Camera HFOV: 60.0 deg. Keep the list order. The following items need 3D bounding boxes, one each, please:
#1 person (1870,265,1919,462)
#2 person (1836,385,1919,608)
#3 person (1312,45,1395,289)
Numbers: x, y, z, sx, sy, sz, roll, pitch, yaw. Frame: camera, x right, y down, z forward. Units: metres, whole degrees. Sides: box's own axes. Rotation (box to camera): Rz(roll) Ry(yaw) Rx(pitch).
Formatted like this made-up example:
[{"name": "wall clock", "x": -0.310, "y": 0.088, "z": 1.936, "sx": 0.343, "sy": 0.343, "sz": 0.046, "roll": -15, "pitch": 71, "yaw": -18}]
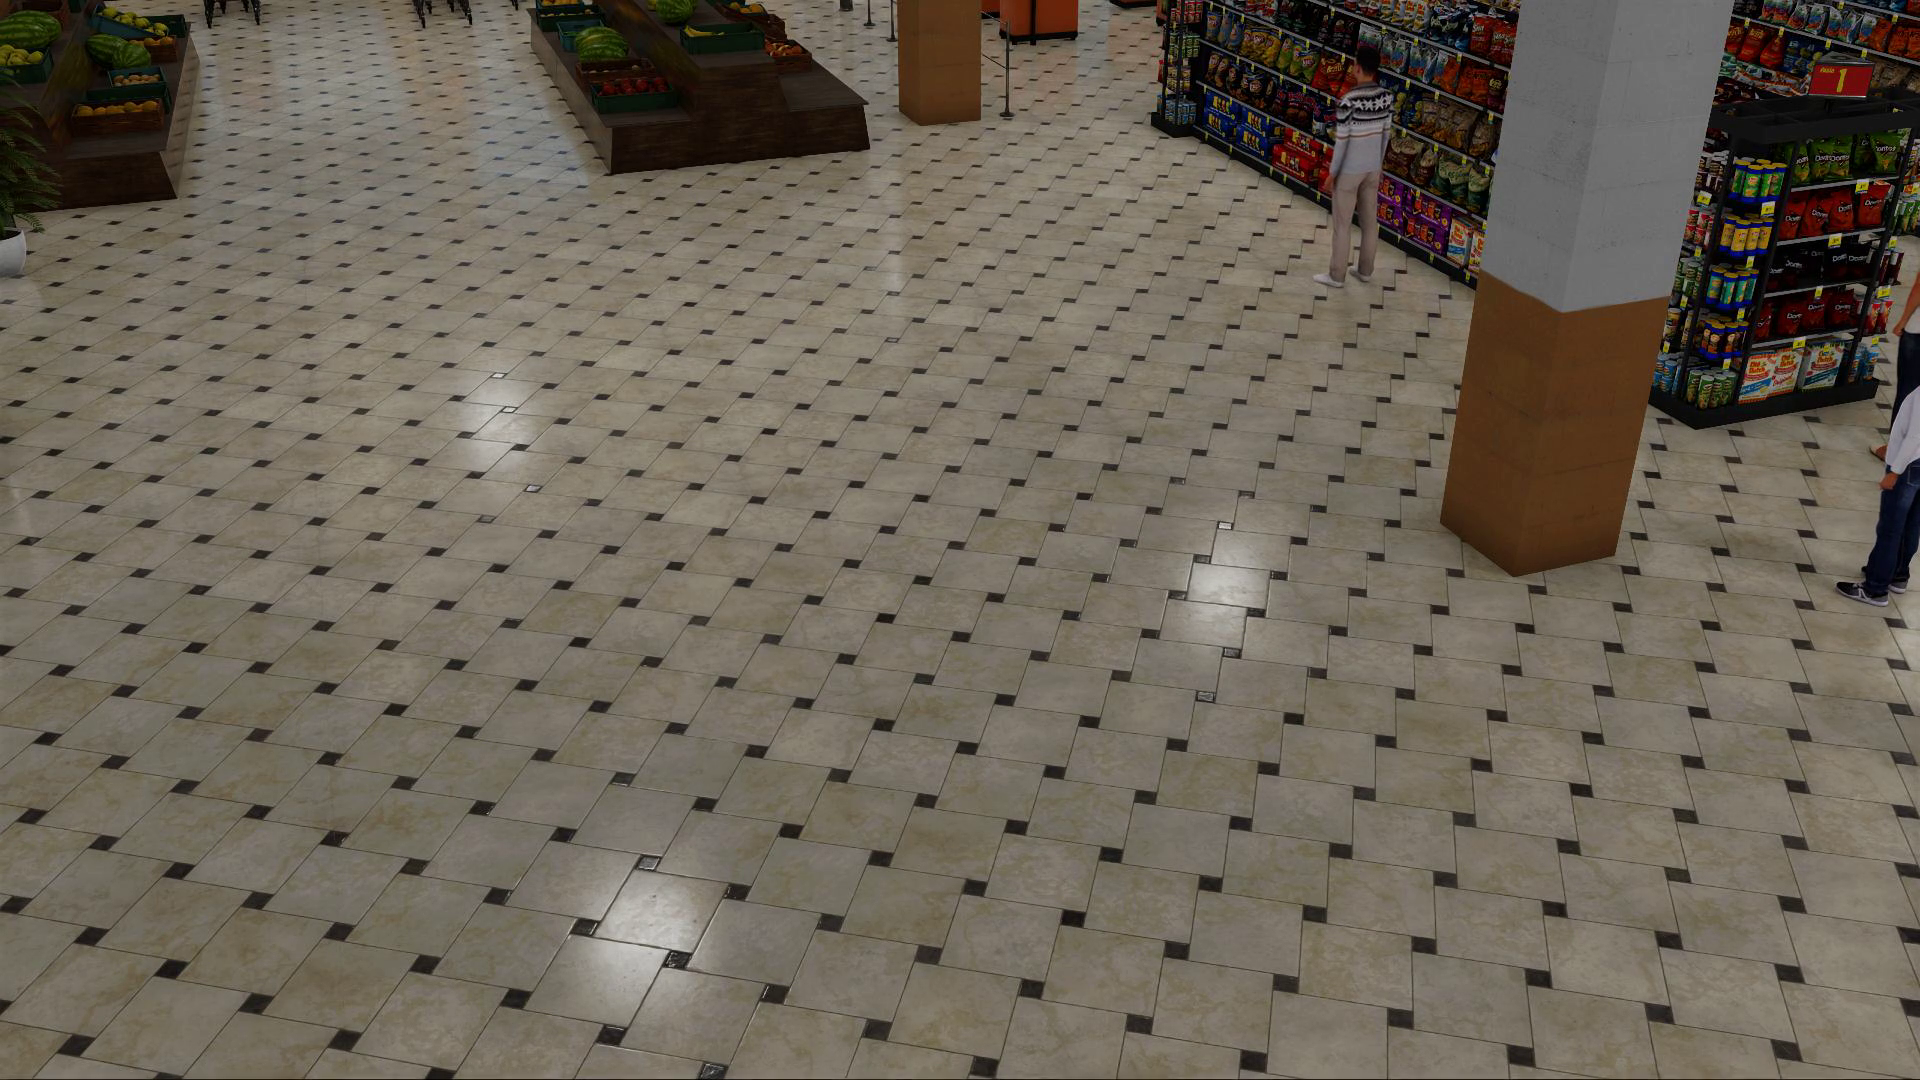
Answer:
[{"name": "person", "x": 5.948, "y": -1.304, "z": 10.120, "sx": 0.675, "sy": 1.784, "sz": 0.658, "roll": 1, "pitch": 29, "yaw": 2}, {"name": "person", "x": 4.992, "y": -0.396, "z": 8.692, "sx": 0.587, "sy": 1.558, "sz": 0.600, "roll": -20, "pitch": 34, "yaw": -32}, {"name": "person", "x": 3.103, "y": -2.897, "z": 12.957, "sx": 0.707, "sy": 1.862, "sz": 0.597, "roll": -13, "pitch": 31, "yaw": -23}]
